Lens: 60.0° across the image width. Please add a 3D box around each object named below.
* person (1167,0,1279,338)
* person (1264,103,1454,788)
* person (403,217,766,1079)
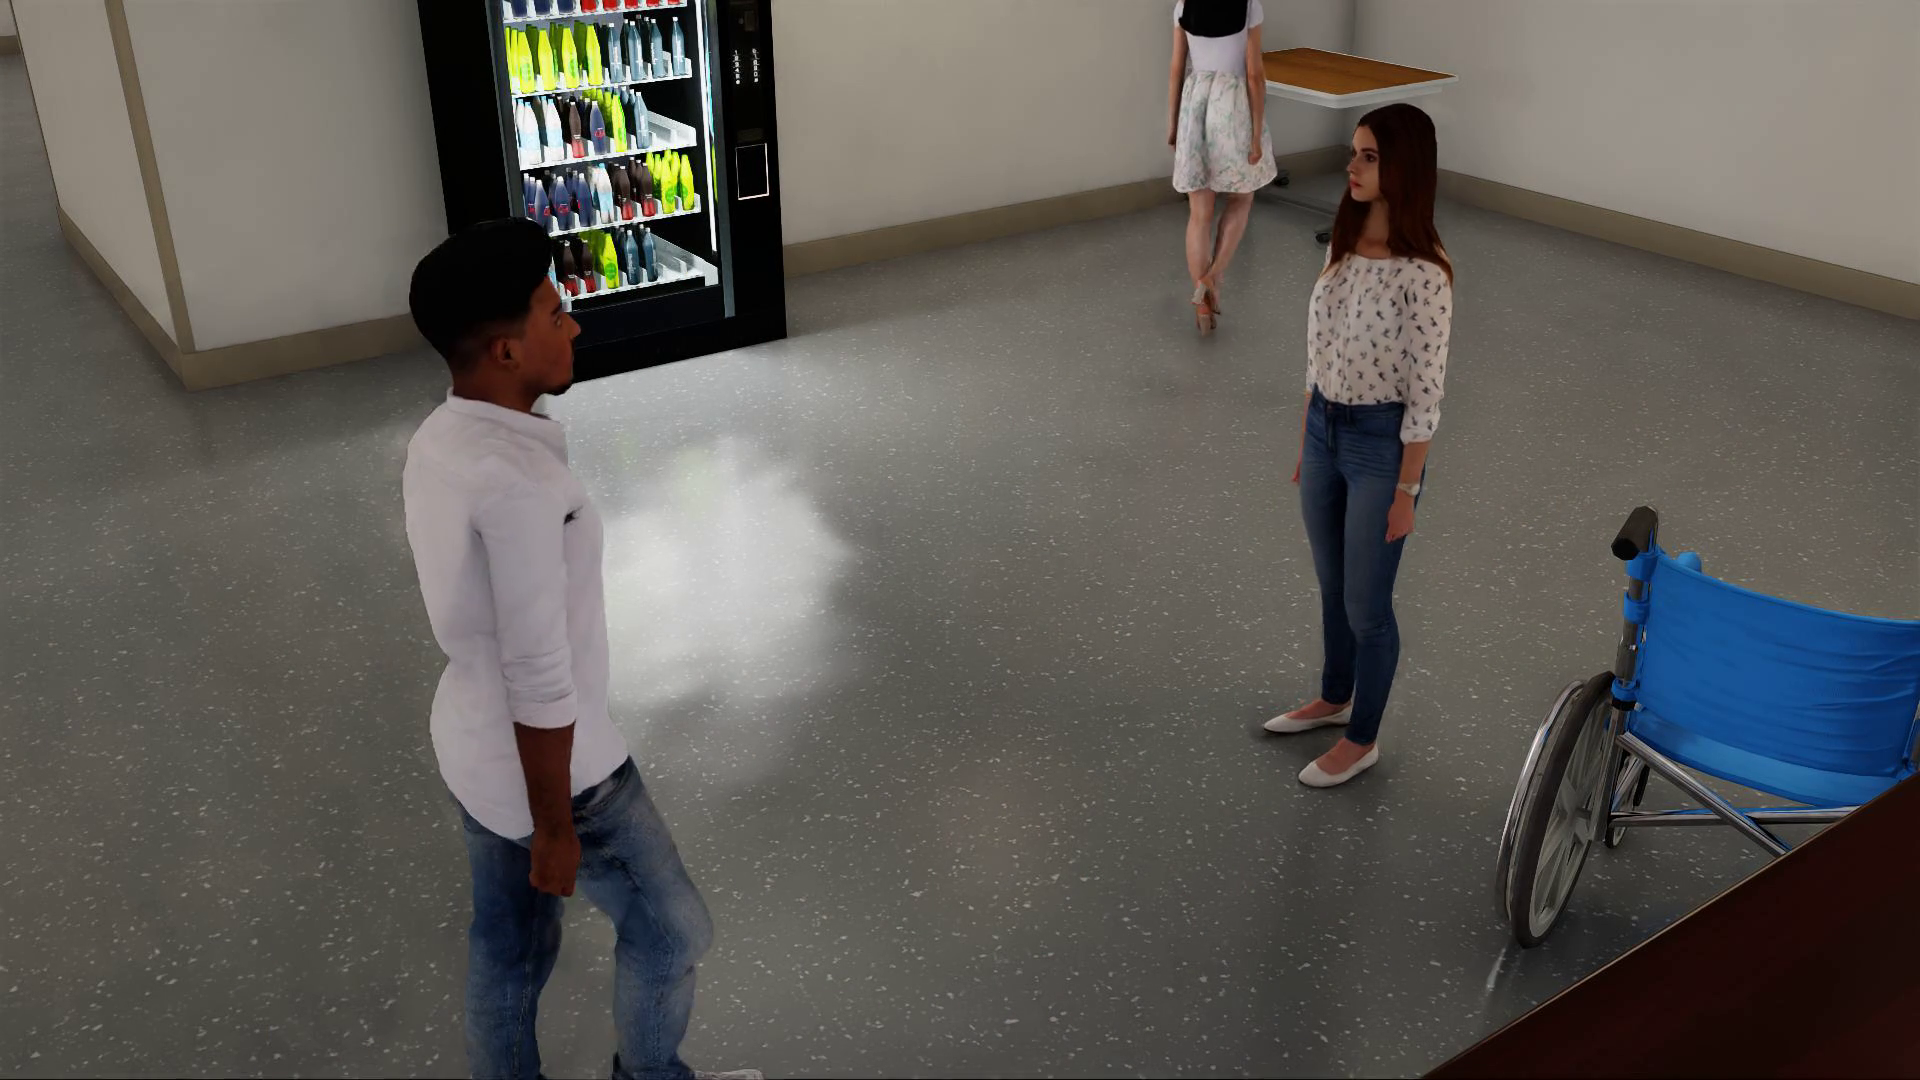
[{"bbox_3d":[1.091,-1.729,7.238,0.818,1.763,0.878,11,28,22],"label":"person"},{"bbox_3d":[1.021,-0.217,4.142,0.603,1.729,0.620,-10,28,-21],"label":"person"},{"bbox_3d":[-0.803,0.371,2.841,0.752,1.799,0.667,-16,30,-30],"label":"person"}]
